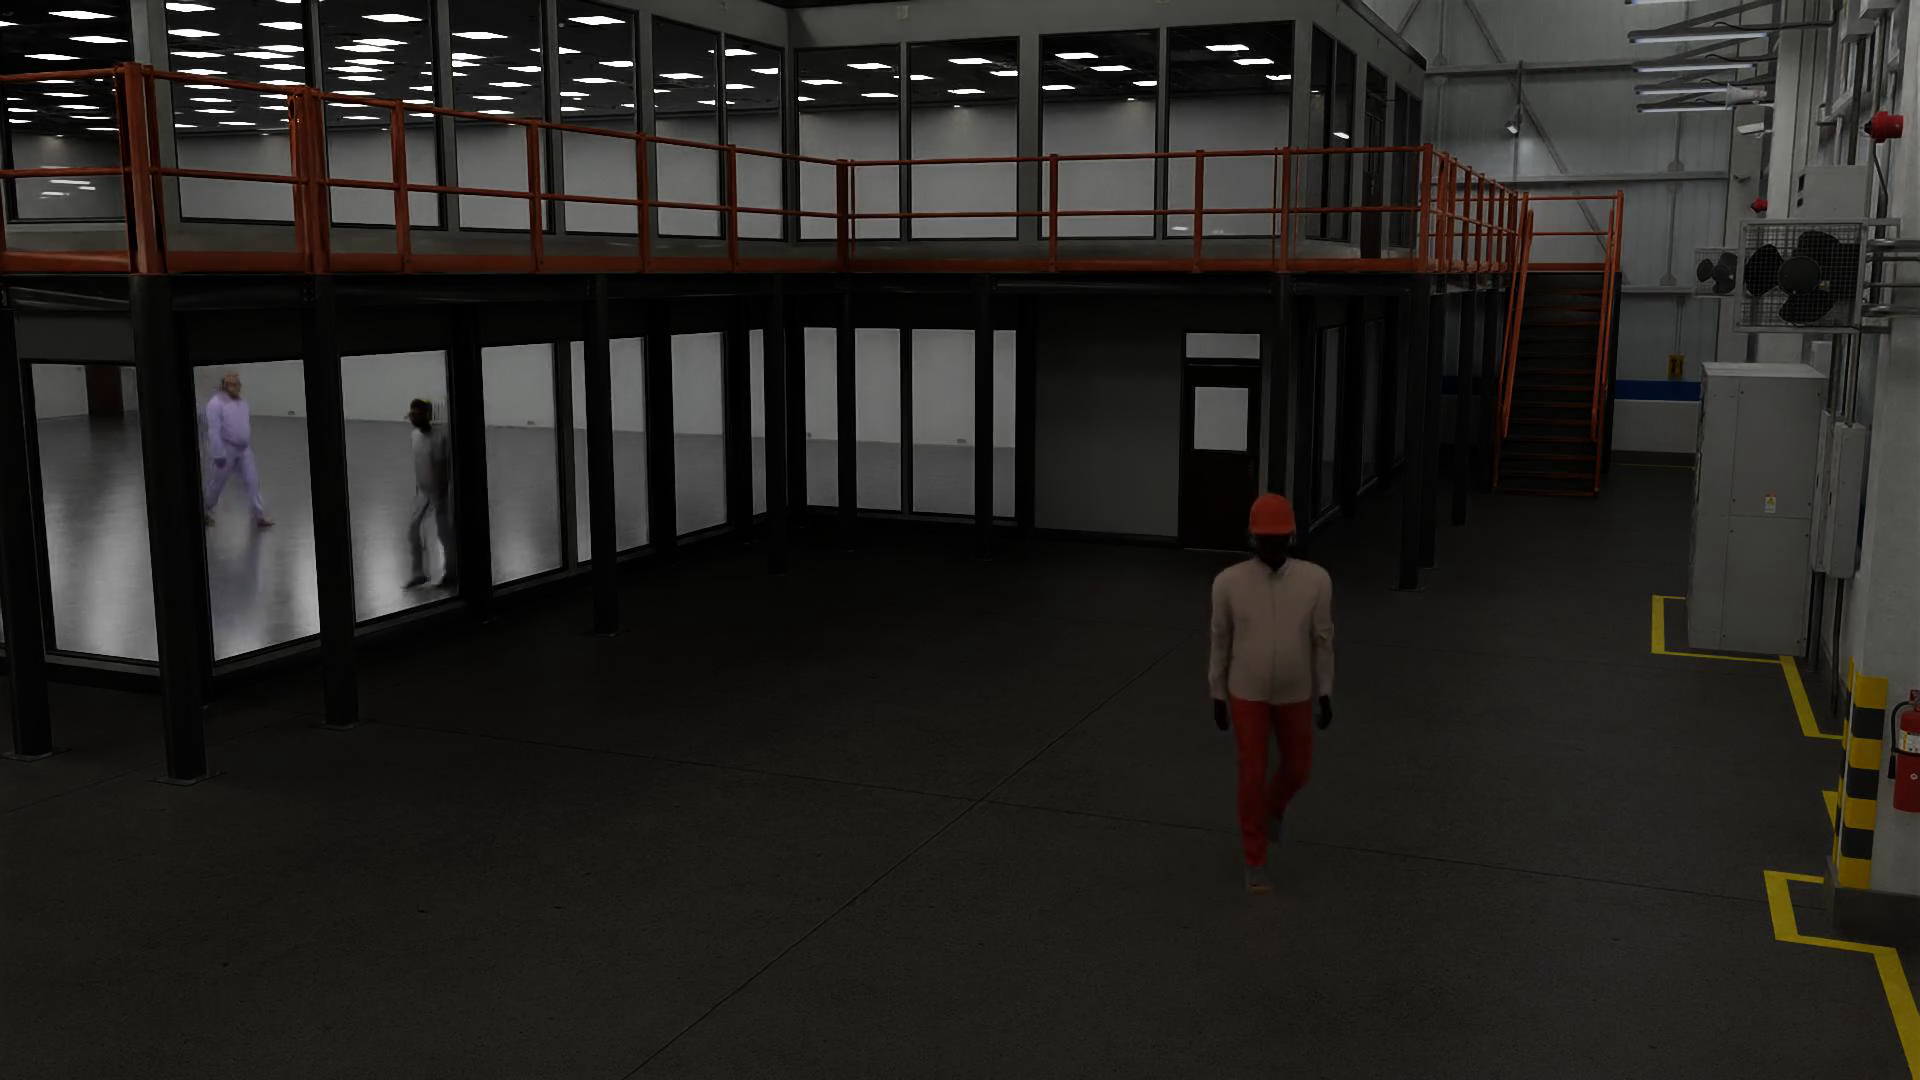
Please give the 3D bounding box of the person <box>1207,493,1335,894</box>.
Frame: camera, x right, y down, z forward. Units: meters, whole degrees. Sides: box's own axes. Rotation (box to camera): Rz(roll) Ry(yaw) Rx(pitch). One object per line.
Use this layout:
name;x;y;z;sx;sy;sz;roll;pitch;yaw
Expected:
person;1.539;0.730;8.317;0.629;1.980;0.609;0;9;0
